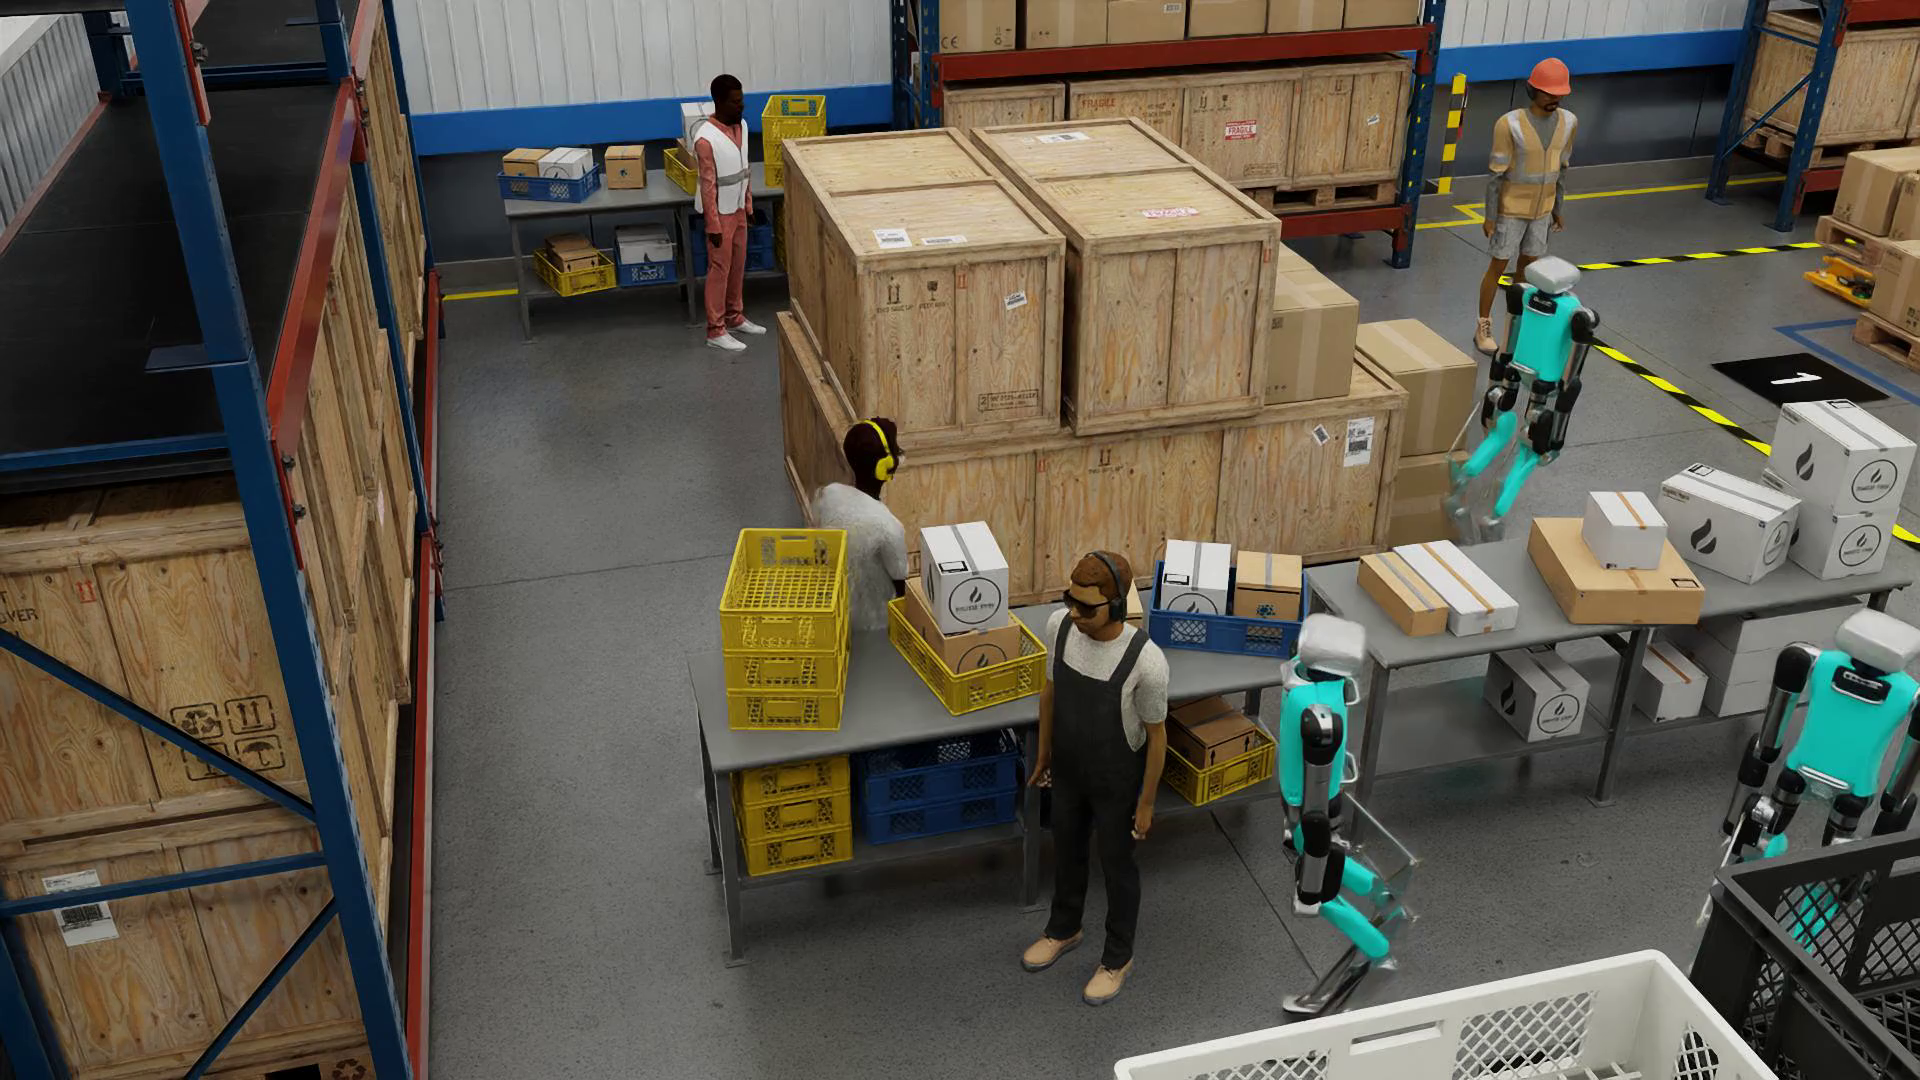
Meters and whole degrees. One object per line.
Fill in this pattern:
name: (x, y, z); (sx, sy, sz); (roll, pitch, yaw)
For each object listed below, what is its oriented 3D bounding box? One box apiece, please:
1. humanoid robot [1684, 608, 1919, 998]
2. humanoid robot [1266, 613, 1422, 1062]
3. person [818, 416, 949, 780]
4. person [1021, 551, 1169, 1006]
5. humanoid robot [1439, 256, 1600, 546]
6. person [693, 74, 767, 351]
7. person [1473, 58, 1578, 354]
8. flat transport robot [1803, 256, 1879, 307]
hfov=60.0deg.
humanoid robot: (2.762, 1.169, 5.577); (0.542, 1.877, 0.748); (23, 36, 35)
humanoid robot: (1.367, 1.040, 5.646); (0.681, 1.750, 0.546); (2, 29, 4)
person: (-0.313, 0.353, 6.865); (0.917, 1.824, 0.528); (-18, 34, -29)
person: (0.479, 0.848, 5.942); (0.516, 1.844, 0.331); (22, 36, 34)
humanoid robot: (2.796, -0.520, 8.611); (0.653, 1.874, 0.551); (-16, 33, -27)
person: (-1.627, -2.273, 11.549); (0.393, 1.910, 0.585); (10, 30, 17)
person: (3.885, -2.270, 11.402); (0.613, 2.041, 0.376); (-8, 30, -13)
flat transport robot: (7.343, -2.053, 12.815); (1.431, 0.197, 0.652); (-7, 30, -13)
